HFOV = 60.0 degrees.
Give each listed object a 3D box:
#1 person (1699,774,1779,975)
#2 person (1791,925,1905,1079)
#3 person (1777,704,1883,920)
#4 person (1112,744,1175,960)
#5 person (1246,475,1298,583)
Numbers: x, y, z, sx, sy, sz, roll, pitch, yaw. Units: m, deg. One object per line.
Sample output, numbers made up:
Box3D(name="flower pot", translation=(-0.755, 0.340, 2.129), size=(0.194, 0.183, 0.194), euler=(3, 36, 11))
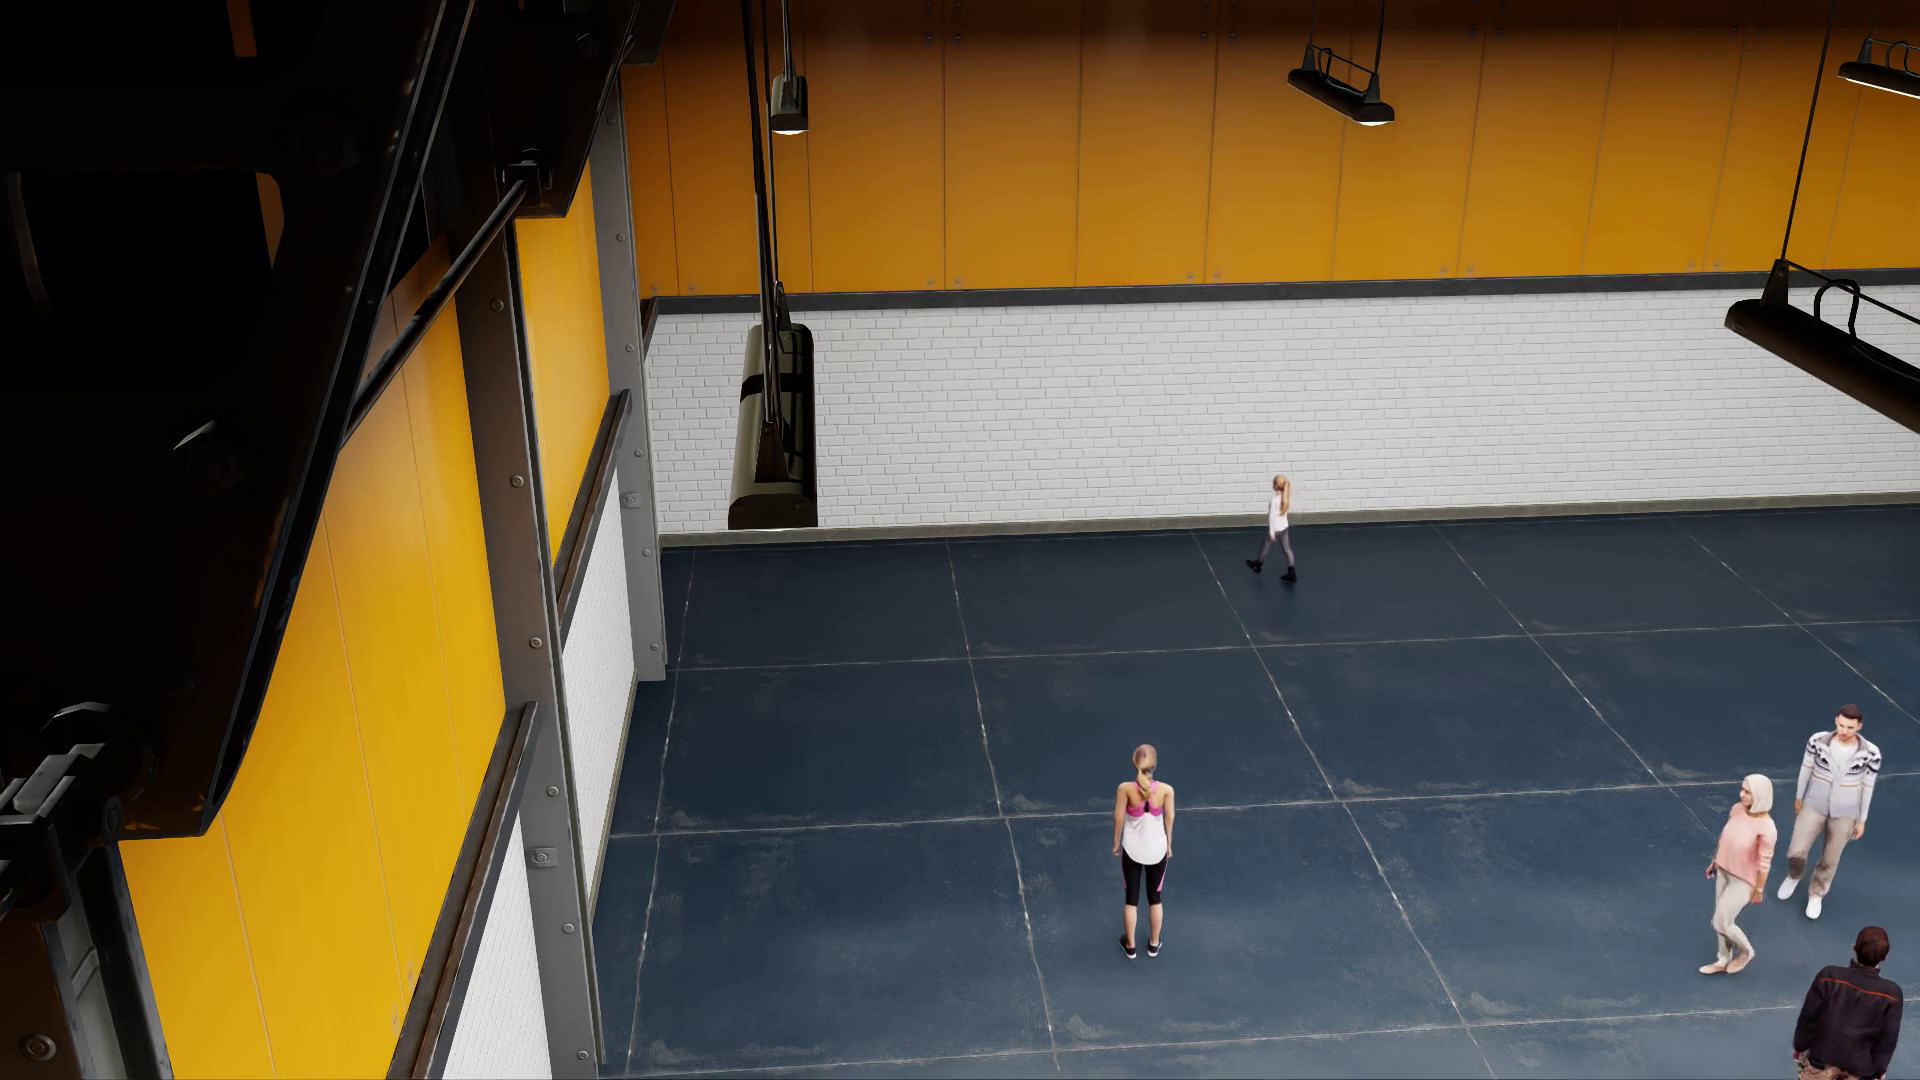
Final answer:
Box3D(name="person", translation=(5.807, 2.472, 12.256), size=(0.669, 1.714, 0.582), euler=(-4, 24, -8))
Box3D(name="person", translation=(5.424, 3.239, 10.258), size=(1.040, 1.909, 1.148), euler=(14, 27, 29))
Box3D(name="person", translation=(6.837, 2.064, 13.025), size=(0.804, 1.846, 0.838), euler=(14, 27, 28))
Box3D(name="person", translation=(1.376, 2.340, 12.467), size=(0.618, 1.786, 0.536), euler=(0, 24, 1))
Box3D(name="person", translation=(3.640, -0.105, 18.728), size=(0.781, 1.252, 0.956), euler=(-16, 28, -33))
